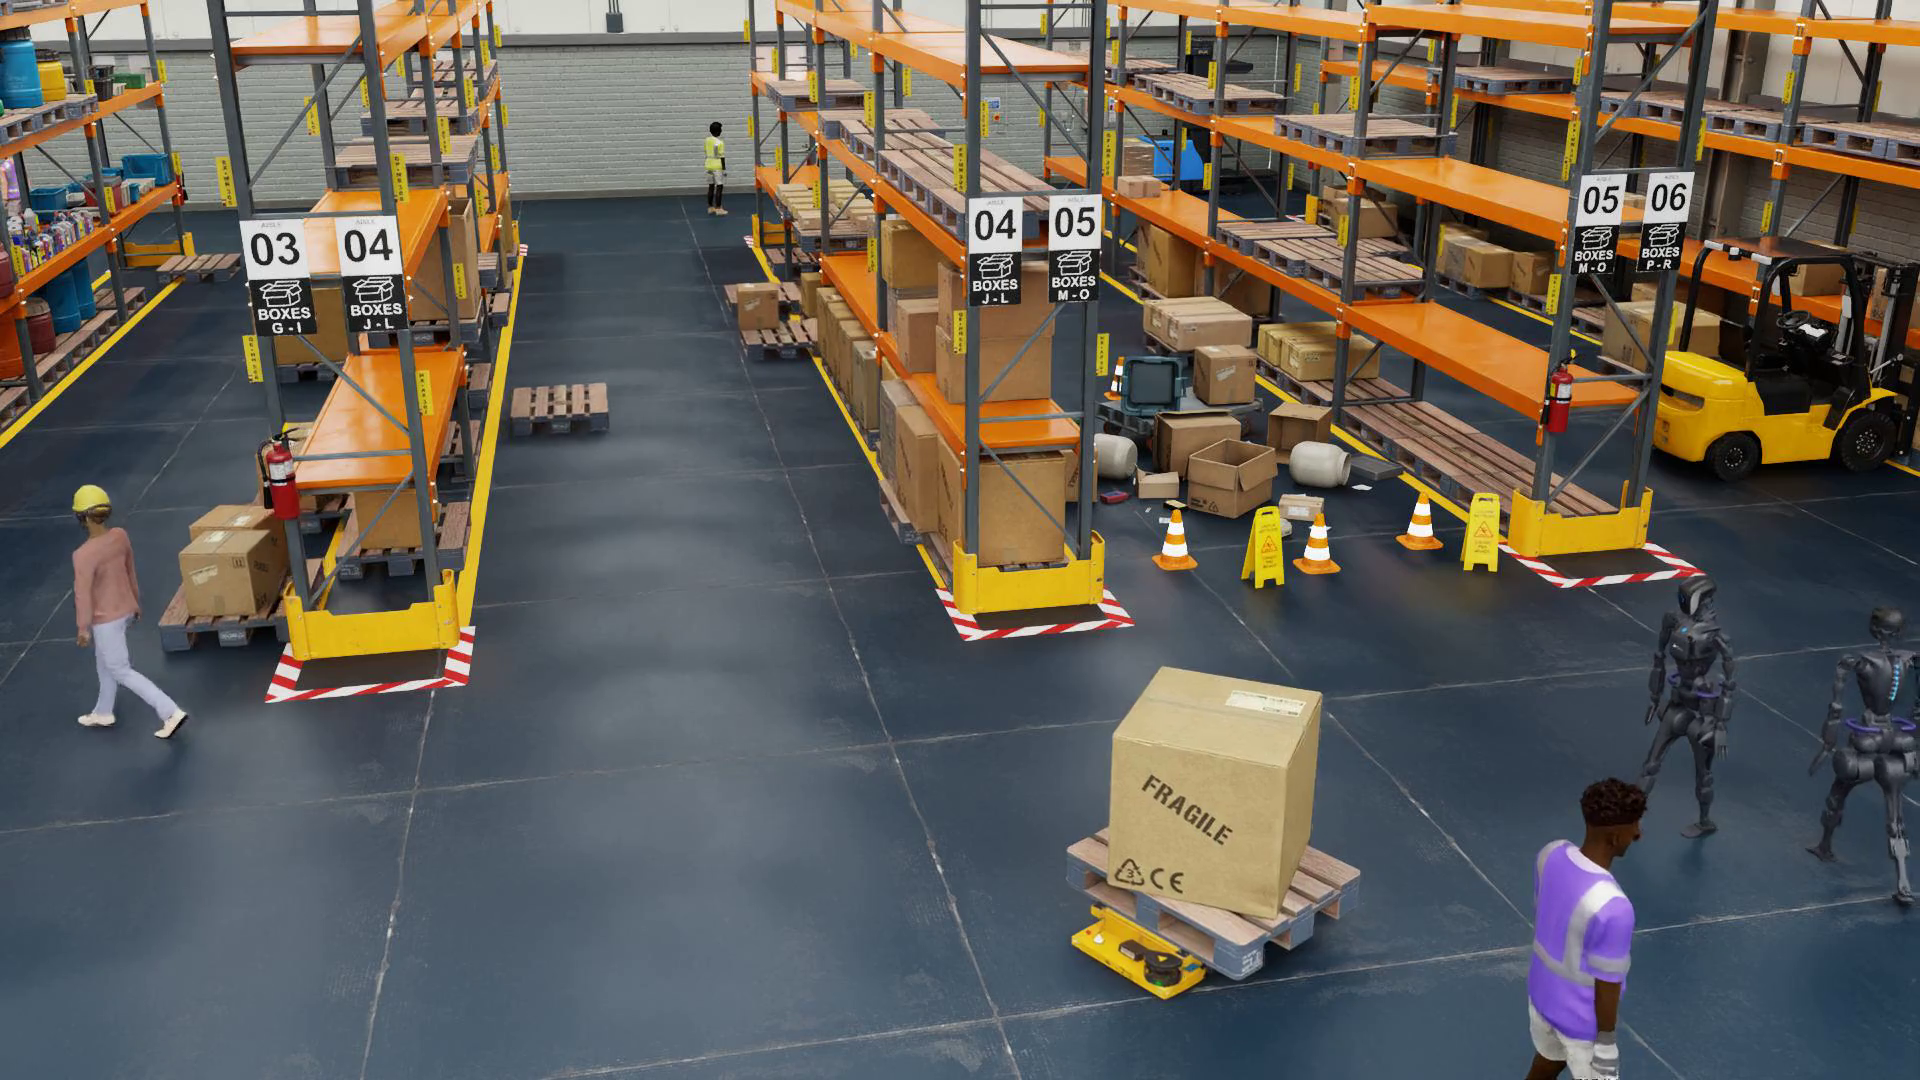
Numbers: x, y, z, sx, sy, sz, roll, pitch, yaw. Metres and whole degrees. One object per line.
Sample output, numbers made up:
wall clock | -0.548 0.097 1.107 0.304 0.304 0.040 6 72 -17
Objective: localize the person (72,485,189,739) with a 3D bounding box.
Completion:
person | -5.499 0.475 10.833 0.862 1.718 0.541 2 20 4

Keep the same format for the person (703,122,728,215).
person | -4.474 -6.808 30.498 0.539 1.685 0.324 18 27 39

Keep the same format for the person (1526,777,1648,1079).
person | 2.521 1.867 6.770 0.398 1.960 0.630 -2 20 -5

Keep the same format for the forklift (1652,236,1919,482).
forklift | 8.013 -1.814 16.330 2.313 2.155 1.214 -4 21 -12

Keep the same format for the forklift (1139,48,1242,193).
forklift | 4.566 -8.313 32.860 1.873 2.768 1.129 -4 21 -12

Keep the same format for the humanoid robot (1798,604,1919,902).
humanoid robot | 5.039 1.166 9.134 0.590 1.643 0.769 -1 20 -2

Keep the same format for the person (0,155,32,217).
person | -15.371 -5.564 27.151 0.352 1.688 0.489 11 23 27

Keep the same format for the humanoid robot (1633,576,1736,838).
humanoid robot | 4.161 0.988 9.553 0.706 1.632 0.610 -8 22 -22

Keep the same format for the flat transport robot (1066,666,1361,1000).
flat transport robot | 1.342 1.976 8.883 1.431 0.231 0.659 -17 26 -39
